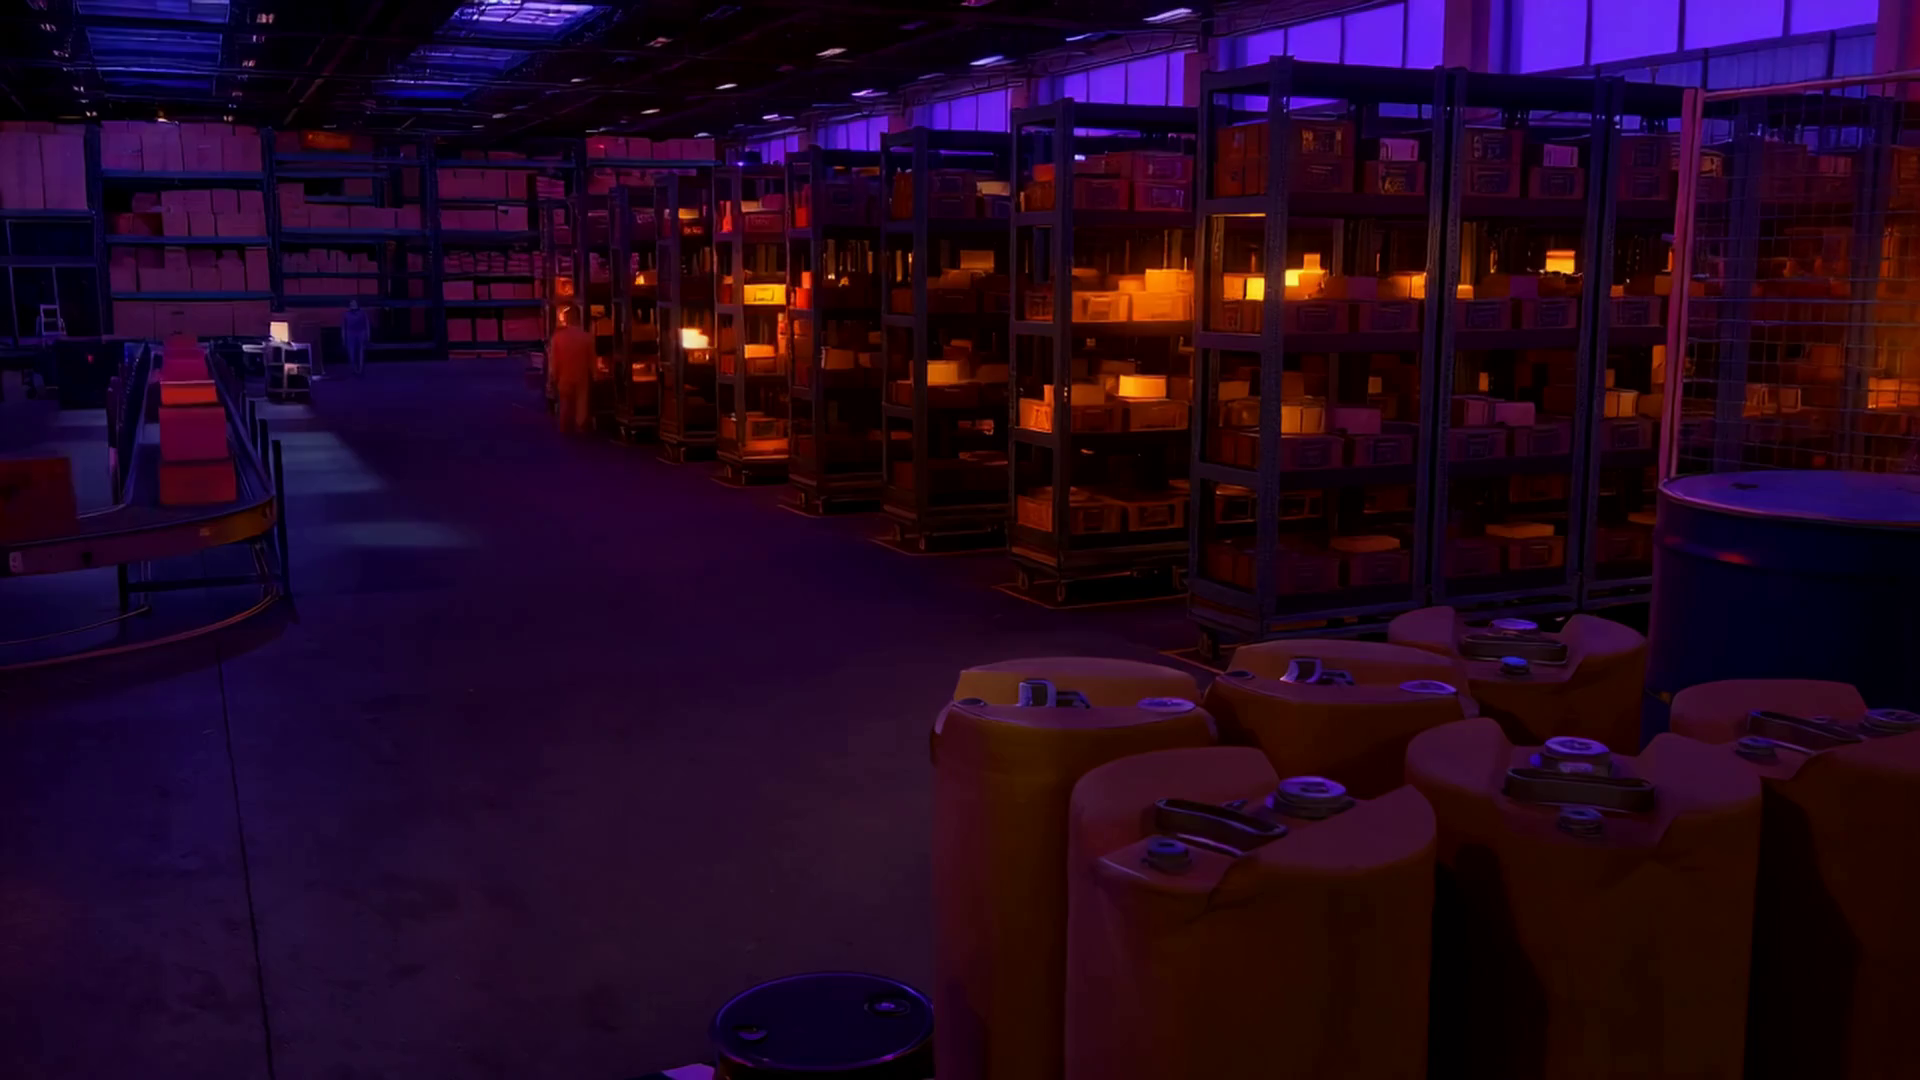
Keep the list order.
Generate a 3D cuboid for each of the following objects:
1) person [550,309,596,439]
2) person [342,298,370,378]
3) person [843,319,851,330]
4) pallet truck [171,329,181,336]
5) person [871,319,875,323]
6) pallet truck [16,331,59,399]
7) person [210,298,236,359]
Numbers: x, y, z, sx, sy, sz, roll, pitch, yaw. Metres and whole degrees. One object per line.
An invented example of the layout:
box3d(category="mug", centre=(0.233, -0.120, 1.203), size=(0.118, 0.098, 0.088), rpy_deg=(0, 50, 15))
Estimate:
box3d(category="person", centre=(-5.659, -2.427, 24.259), size=(0.678, 1.860, 0.952), rpy_deg=(-4, 10, -24))
box3d(category="person", centre=(-13.719, -4.578, 37.790), size=(0.605, 1.812, 0.591), rpy_deg=(-3, 10, -19))
box3d(category="person", centre=(-2.296, -3.594, 31.619), size=(0.595, 1.828, 0.457), rpy_deg=(-8, 12, -39))
box3d(category="pallet truck", centre=(-17.275, -3.851, 35.096), size=(1.601, 1.201, 0.680), rpy_deg=(0, 9, 1))
box3d(category="person", centre=(-2.591, -6.697, 51.305), size=(0.495, 1.696, 0.914), rpy_deg=(-5, 10, -27))
box3d(category="pallet truck", centre=(-17.082, -3.353, 31.781), size=(1.630, 1.274, 0.653), rpy_deg=(-4, 10, -25))
box3d(category="person", centre=(-20.403, -5.844, 45.907), size=(0.811, 1.736, 0.523), rpy_deg=(-2, 9, -11))
